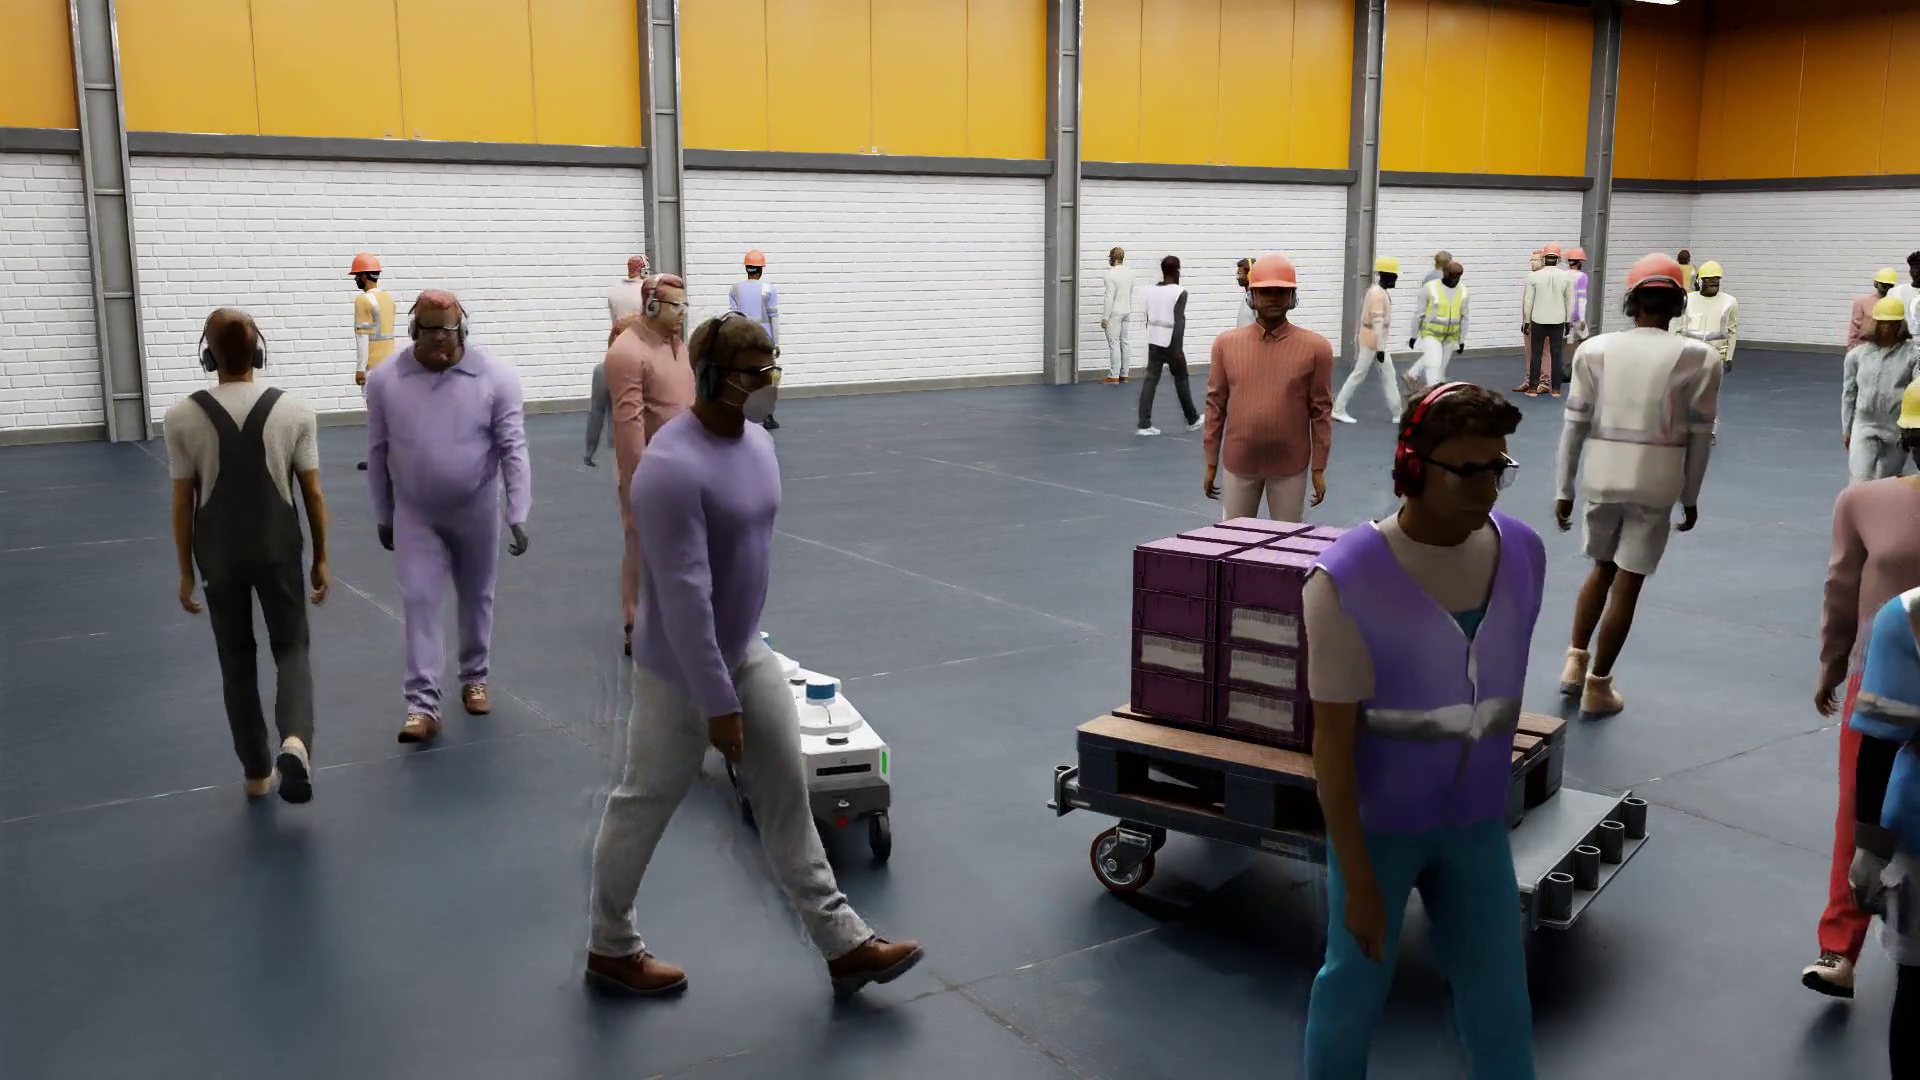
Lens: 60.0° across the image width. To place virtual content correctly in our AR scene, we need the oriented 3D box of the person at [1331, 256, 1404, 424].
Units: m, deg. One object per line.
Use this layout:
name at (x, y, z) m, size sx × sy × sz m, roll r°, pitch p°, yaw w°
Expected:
person at (4.602, -2.209, 18.484) m, size 0.975 × 1.866 × 0.599 m, roll 5°, pitch 11°, yaw 24°

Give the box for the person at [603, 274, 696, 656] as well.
person at (-1.500, -0.367, 8.286) m, size 0.395 × 1.896 × 0.677 m, roll 4°, pitch 11°, yaw 20°

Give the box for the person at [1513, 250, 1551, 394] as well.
person at (7.668, -2.896, 22.116) m, size 0.406 × 1.906 × 0.654 m, roll -3°, pitch 11°, yaw -16°

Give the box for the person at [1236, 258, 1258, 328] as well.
person at (2.840, -1.835, 16.410) m, size 0.313 × 1.866 × 0.538 m, roll -1°, pitch 10°, yaw -8°

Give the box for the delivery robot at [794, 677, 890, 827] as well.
delivery robot at (-0.480, 0.719, 5.750) m, size 0.477 × 0.478 × 0.707 m, roll -3°, pitch 11°, yaw -17°

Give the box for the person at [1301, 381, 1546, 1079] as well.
person at (0.956, 0.598, 3.231) m, size 0.581 × 1.802 × 0.870 m, roll -4°, pitch 11°, yaw -22°

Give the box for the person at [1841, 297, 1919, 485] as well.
person at (5.947, -0.714, 10.742) m, size 0.489 × 1.692 × 0.919 m, roll 5°, pitch 12°, yaw 27°

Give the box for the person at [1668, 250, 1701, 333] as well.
person at (12.895, -4.256, 29.754) m, size 0.627 × 1.844 × 0.429 m, roll 4°, pitch 11°, yaw 19°

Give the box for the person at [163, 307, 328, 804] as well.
person at (-2.539, 0.087, 5.971) m, size 0.510 × 1.833 × 0.614 m, roll -4°, pitch 11°, yaw -23°

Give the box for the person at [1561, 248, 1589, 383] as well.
person at (8.747, -3.186, 23.664) m, size 0.608 × 1.917 × 0.581 m, roll -6°, pitch 12°, yaw -29°

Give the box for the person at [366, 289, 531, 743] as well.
person at (-2.126, -0.101, 6.927) m, size 0.673 × 1.851 × 0.976 m, roll -2°, pitch 11°, yaw -10°

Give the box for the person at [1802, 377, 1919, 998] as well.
person at (2.600, 0.401, 4.523) m, size 0.547 × 1.717 × 0.877 m, roll 8°, pitch 13°, yaw 37°

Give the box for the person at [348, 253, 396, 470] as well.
person at (-5.262, -1.593, 14.912) m, size 0.383 × 1.932 × 0.542 m, roll 1°, pitch 10°, yaw 8°

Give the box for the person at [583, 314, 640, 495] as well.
person at (-2.036, -0.560, 10.119) m, size 0.515 × 1.611 × 0.661 m, roll -8°, pitch 13°, yaw -38°

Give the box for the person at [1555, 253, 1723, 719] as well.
person at (2.916, -0.220, 7.169) m, size 0.608 × 2.003 × 0.553 m, roll 9°, pitch 14°, yaw 41°

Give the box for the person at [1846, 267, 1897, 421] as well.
person at (9.914, -2.069, 18.006) m, size 0.539 × 1.742 × 0.489 m, roll 4°, pitch 11°, yaw 20°

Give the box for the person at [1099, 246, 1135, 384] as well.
person at (2.215, -3.170, 23.530) m, size 0.368 × 1.939 × 0.633 m, roll 8°, pitch 13°, yaw 39°

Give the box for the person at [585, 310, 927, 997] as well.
person at (-0.602, 0.346, 4.410) m, size 1.010 × 1.881 × 0.668 m, roll 4°, pitch 11°, yaw 21°

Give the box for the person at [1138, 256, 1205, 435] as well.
person at (2.238, -2.056, 17.594) m, size 1.001 × 1.867 × 0.621 m, roll -8°, pitch 13°, yaw -39°

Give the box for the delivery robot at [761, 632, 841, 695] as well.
delivery robot at (-0.784, 0.598, 6.415) m, size 0.477 × 0.478 × 0.707 m, roll -10°, pitch 14°, yaw -44°

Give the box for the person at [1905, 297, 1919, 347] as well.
person at (9.337, -1.743, 16.087) m, size 0.872 × 1.792 × 0.626 m, roll -8°, pitch 13°, yaw -36°

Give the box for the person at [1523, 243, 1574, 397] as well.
person at (7.658, -2.859, 21.672) m, size 0.612 × 1.995 × 0.382 m, roll 2°, pitch 11°, yaw 11°

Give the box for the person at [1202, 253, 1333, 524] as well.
person at (1.474, -0.374, 8.043) m, size 0.621 × 1.997 × 0.372 m, roll 4°, pitch 11°, yaw 19°

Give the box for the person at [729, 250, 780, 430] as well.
person at (-2.207, -2.155, 17.967) m, size 0.552 × 1.937 × 0.356 m, roll 1°, pitch 10°, yaw 8°

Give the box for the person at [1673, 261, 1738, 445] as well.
person at (7.443, -1.866, 16.663) m, size 0.591 × 1.836 × 0.403 m, roll 4°, pitch 11°, yaw 22°

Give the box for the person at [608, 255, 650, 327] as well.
person at (-3.156, -1.852, 16.424) m, size 0.645 × 1.903 × 0.401 m, roll 6°, pitch 12°, yaw 30°

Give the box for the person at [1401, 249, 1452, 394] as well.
person at (6.190, -2.846, 21.843) m, size 0.866 × 1.916 × 0.640 m, roll -3°, pitch 11°, yaw -14°

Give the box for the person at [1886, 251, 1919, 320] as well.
person at (9.753, -1.978, 17.029) m, size 0.619 × 1.922 × 0.899 m, roll 9°, pitch 14°, yaw 42°

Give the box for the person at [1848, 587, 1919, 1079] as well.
person at (2.065, 0.649, 3.311) m, size 0.548 × 1.669 × 0.685 m, roll 4°, pitch 11°, yaw 21°

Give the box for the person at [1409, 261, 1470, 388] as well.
person at (5.642, -2.335, 19.365) m, size 0.672 × 1.791 × 0.873 m, roll -2°, pitch 11°, yaw -13°
